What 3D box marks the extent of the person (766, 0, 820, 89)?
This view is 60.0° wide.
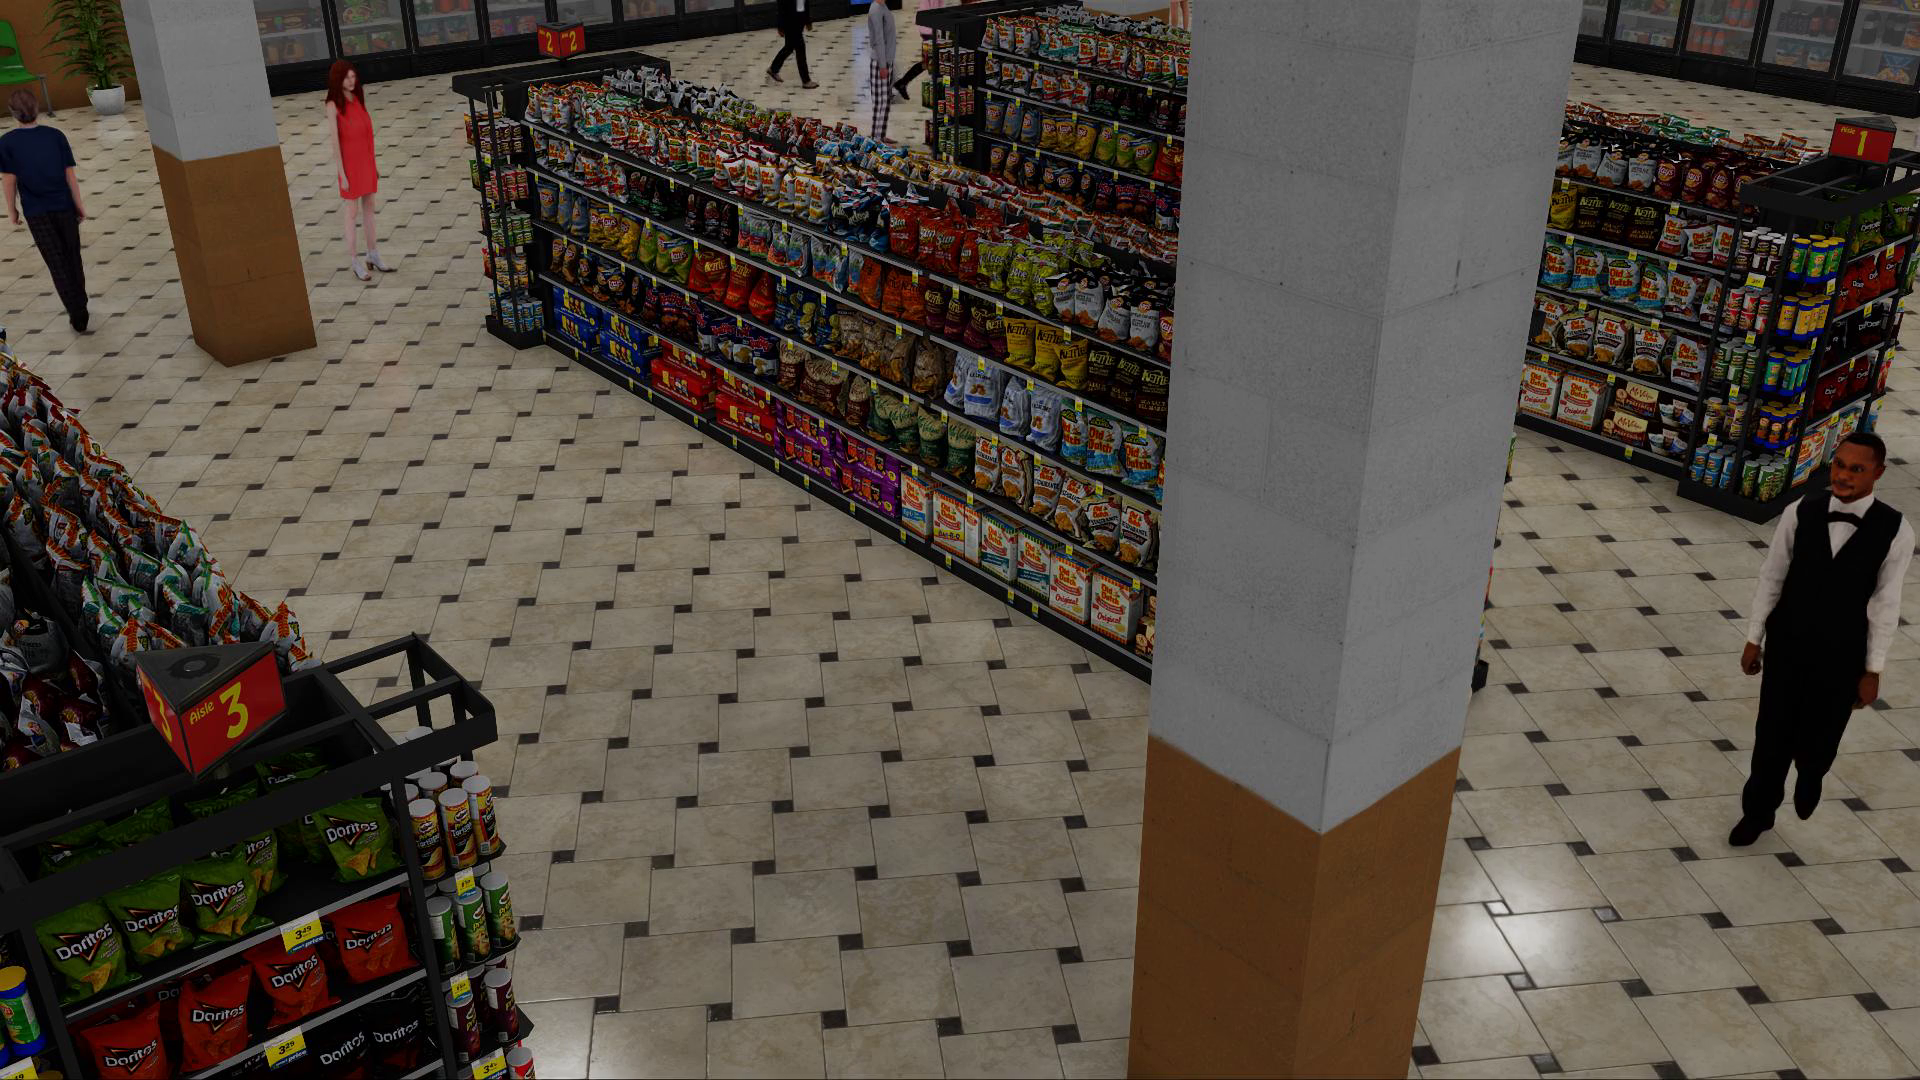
[{"bbox_3d":[-2.193,-6.548,21.101,1.181,1.586,0.930,12,29,23],"label":"person"}]

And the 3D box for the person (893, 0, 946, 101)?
[{"bbox_3d":[-0.447,-6.203,20.333,0.971,1.665,1.091,-7,28,-13],"label":"person"}]

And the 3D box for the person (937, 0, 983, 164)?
[{"bbox_3d":[-0.001,-4.713,17.173,1.137,1.866,1.274,-6,28,-12],"label":"person"}]

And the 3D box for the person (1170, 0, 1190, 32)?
[{"bbox_3d":[3.139,-7.991,23.675,0.587,1.830,0.523,-17,32,-30],"label":"person"}]

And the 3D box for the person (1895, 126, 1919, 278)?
[{"bbox_3d":[8.206,-3.036,14.117,0.663,1.638,0.618,-13,30,-24],"label":"person"}]

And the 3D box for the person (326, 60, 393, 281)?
[{"bbox_3d":[-5.129,-3.144,14.123,0.670,1.825,0.680,11,29,21],"label":"person"}]

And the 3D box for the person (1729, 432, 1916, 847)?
[{"bbox_3d":[3.641,0.419,7.007,0.793,1.907,0.824,22,34,37],"label":"person"}]

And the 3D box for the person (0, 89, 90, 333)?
[{"bbox_3d":[-6.995,-2.506,12.840,0.676,1.847,0.977,-22,34,-36],"label":"person"}]

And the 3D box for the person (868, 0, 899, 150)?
[{"bbox_3d":[-0.862,-5.259,18.269,0.752,1.847,0.690,2,27,4],"label":"person"}]
